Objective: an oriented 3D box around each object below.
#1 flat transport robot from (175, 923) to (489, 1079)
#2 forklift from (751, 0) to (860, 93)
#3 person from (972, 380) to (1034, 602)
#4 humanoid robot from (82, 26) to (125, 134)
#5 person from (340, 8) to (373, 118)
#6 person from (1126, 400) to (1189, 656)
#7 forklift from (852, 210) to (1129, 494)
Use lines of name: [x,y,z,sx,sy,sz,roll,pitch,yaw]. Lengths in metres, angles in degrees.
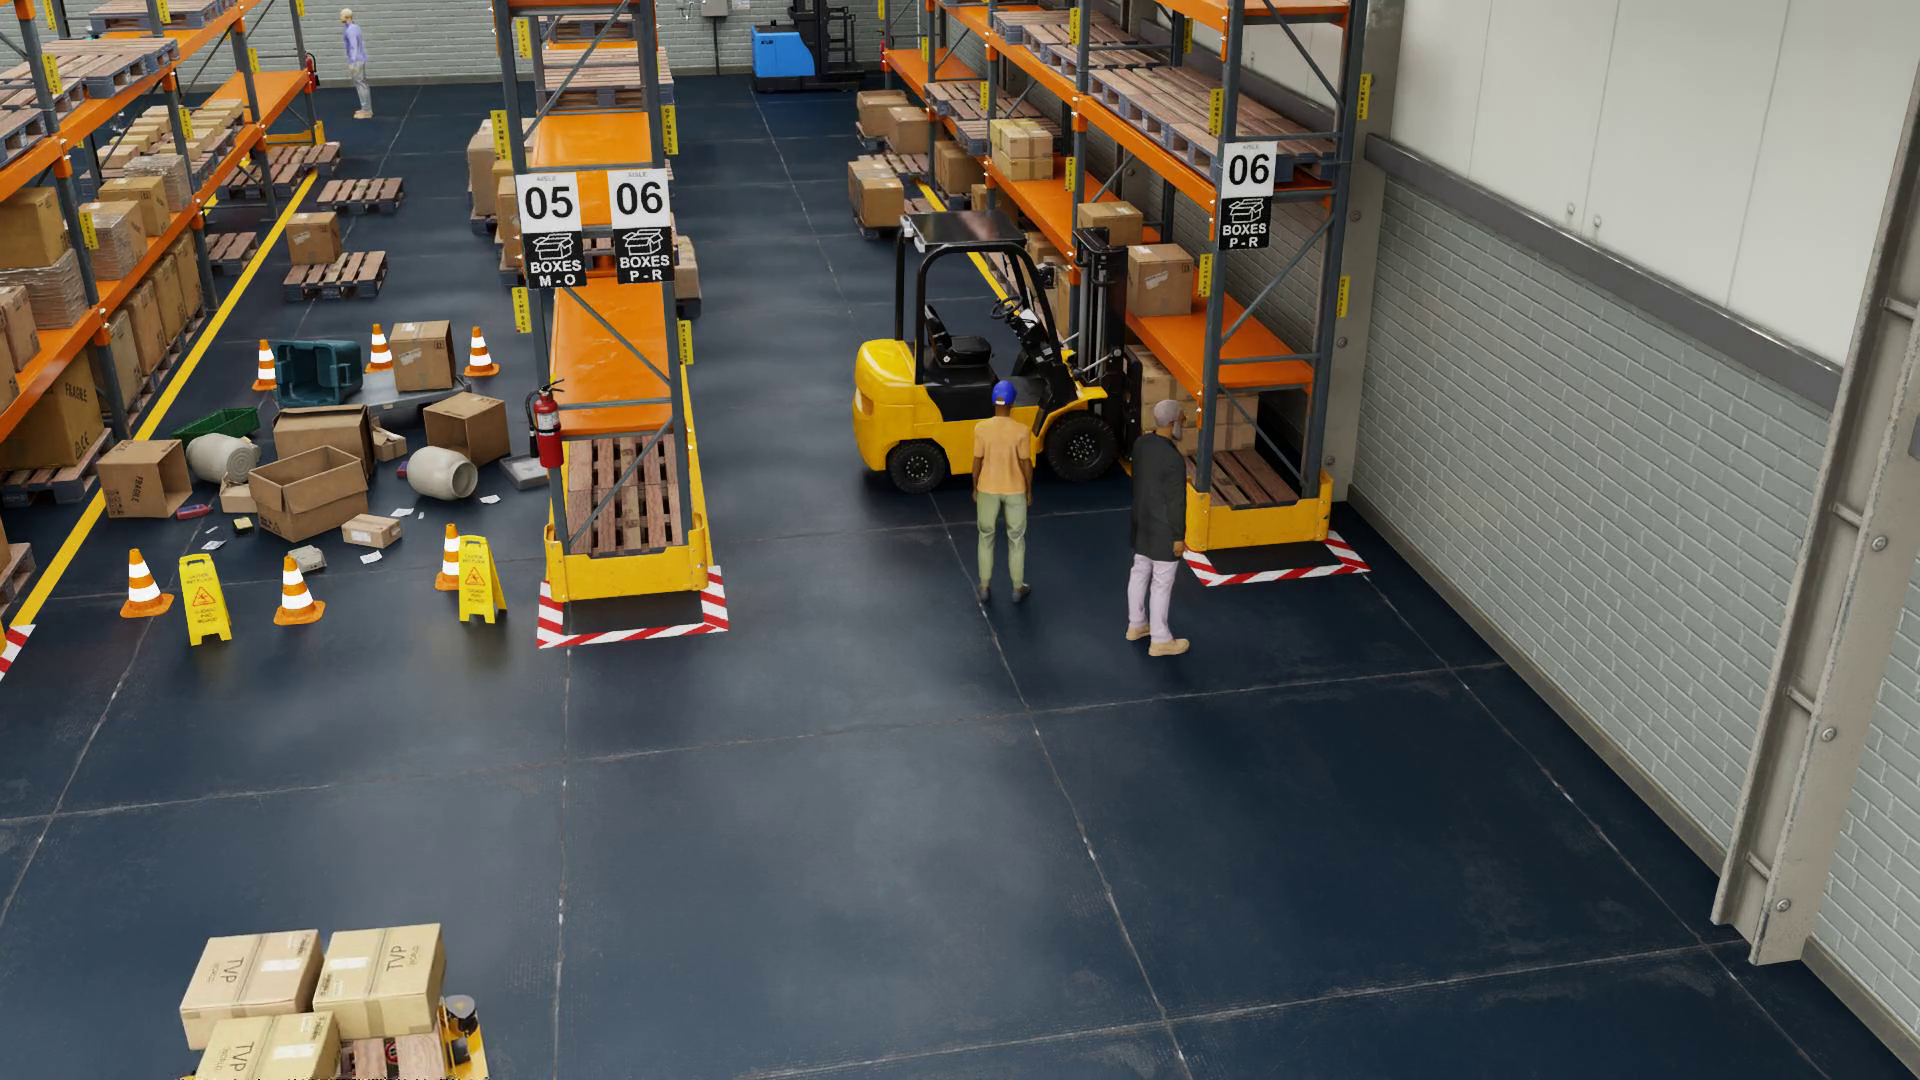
flat transport robot: [-2.960,2.571,7.775,1.431,0.231,0.659,-10,27,-19]
forklift: [-2.872,-9.679,30.288,1.873,2.768,1.129,-5,26,-10]
person: [0.313,-0.363,12.210,0.457,1.717,0.353,4,26,8]
humanoid robot: [-13.662,-7.319,26.719,0.537,1.755,1.033,-21,33,-37]
person: [-10.203,-8.071,28.169,0.375,1.797,0.606,-4,26,-8]
person: [1.371,-0.092,11.487,0.401,1.854,0.548,-13,29,-25]
forklift: [0.216,-1.659,14.366,2.313,2.155,1.214,-5,26,-10]
